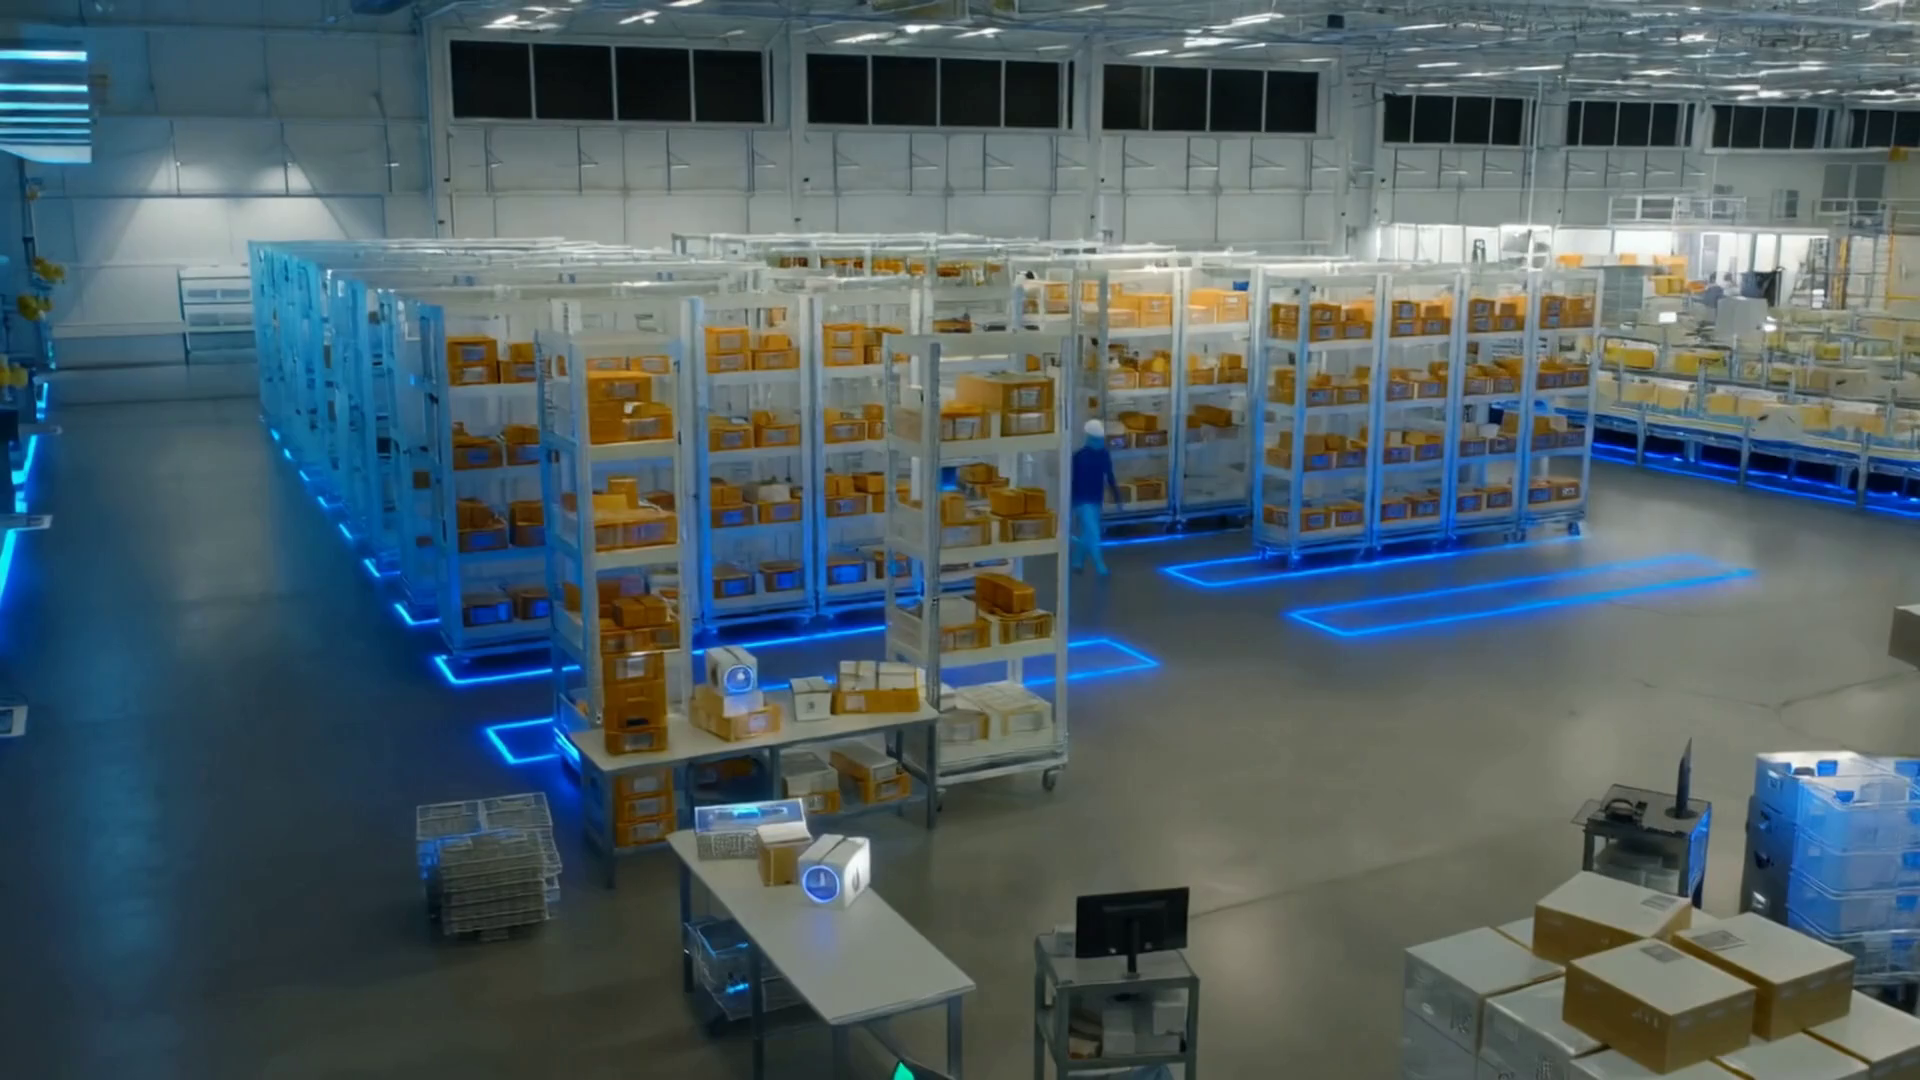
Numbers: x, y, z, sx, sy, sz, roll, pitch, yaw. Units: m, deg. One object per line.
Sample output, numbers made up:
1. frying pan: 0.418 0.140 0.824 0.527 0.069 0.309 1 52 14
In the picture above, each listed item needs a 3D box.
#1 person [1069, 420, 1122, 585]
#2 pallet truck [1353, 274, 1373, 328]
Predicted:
1. person: 1.665 -0.452 19.812 0.955 1.955 0.616 11 17 43
2. pallet truck: 13.011 -8.050 55.243 0.823 1.965 1.885 -7 14 -28
